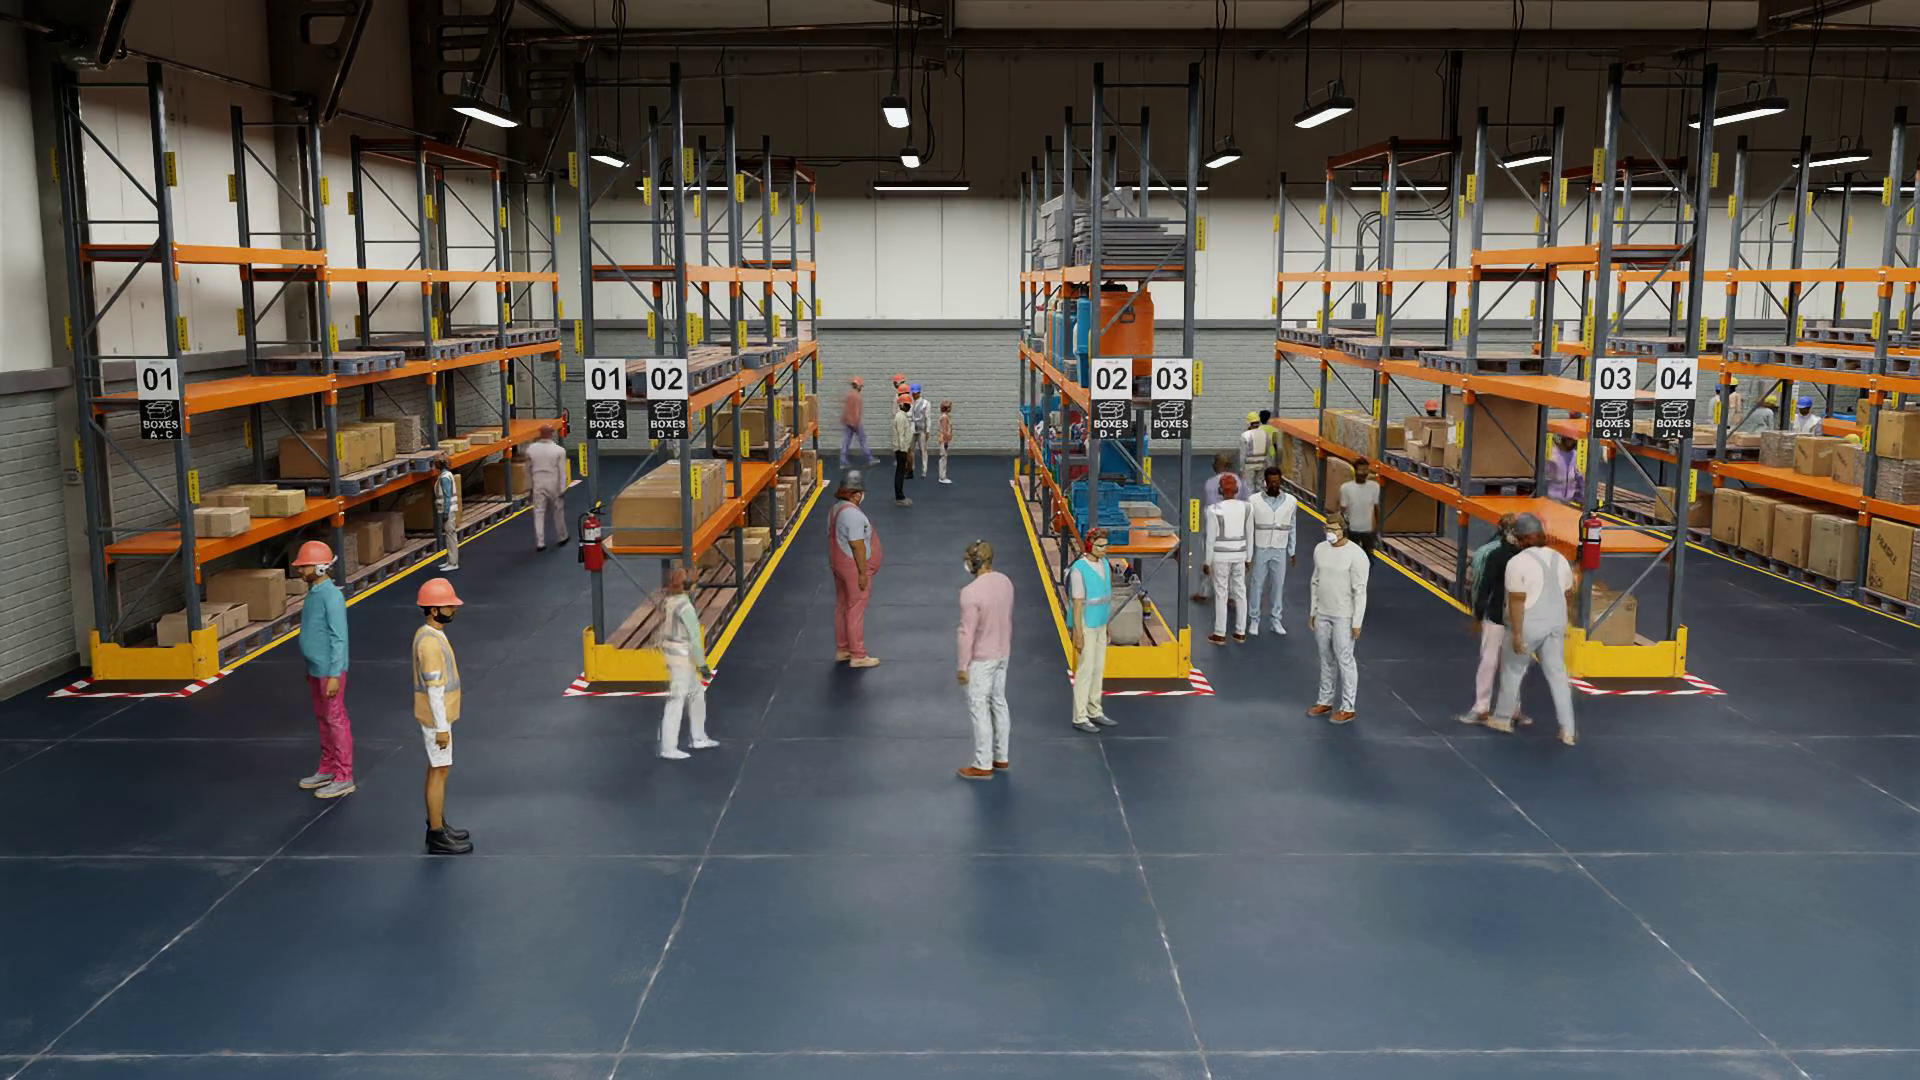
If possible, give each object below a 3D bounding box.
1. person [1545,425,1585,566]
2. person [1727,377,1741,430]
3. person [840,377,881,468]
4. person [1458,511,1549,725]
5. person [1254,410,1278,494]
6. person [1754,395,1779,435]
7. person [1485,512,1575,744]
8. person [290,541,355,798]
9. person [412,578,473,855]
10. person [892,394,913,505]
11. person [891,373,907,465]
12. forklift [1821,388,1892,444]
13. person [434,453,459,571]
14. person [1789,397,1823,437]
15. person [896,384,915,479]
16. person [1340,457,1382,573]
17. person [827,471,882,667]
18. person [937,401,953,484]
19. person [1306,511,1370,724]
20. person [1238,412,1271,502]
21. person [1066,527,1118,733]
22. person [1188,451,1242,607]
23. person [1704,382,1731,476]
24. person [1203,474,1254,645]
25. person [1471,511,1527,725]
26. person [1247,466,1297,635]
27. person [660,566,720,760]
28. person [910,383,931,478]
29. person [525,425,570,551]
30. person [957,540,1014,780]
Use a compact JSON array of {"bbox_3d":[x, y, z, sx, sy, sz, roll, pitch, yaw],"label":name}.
[{"bbox_3d":[8.449,-0.616,23.316,0.617,1.979,1.079,-2,9,-12],"label":"person"},{"bbox_3d":[16.636,-2.554,35.939,0.379,1.925,0.594,6,10,33],"label":"person"},{"bbox_3d":[-2.182,-2.523,35.702,0.960,1.933,0.605,-6,11,-35],"label":"person"},{"bbox_3d":[4.877,0.715,14.874,0.781,1.957,0.363,-2,9,-10],"label":"person"},{"bbox_3d":[5.551,-1.526,30.161,0.535,1.670,0.769,-2,9,-10],"label":"person"},{"bbox_3d":[16.290,-2.109,33.804,0.664,1.698,0.541,-1,9,-5],"label":"person"},{"bbox_3d":[5.070,0.719,14.519,0.698,2.000,0.867,-3,9,-21],"label":"person"},{"bbox_3d":[-4.945,0.991,12.919,0.382,1.995,0.612,-7,11,-39],"label":"person"},{"bbox_3d":[-3.620,1.221,11.617,0.356,1.937,0.552,-3,9,-19],"label":"person"},{"bbox_3d":[-1.013,-1.622,29.743,0.392,1.990,0.612,0,9,0],"label":"person"},{"bbox_3d":[-1.301,-2.624,36.169,0.396,1.993,0.618,1,9,9],"label":"person"},{"bbox_3d":[20.072,-3.110,36.462,1.873,2.768,1.129,0,9,0],"label":"forklift"},{"bbox_3d":[-7.080,-0.390,22.934,0.314,1.642,0.515,-3,9,-16],"label":"person"},{"bbox_3d":[15.072,-1.602,29.776,0.602,1.939,0.401,8,12,41],"label":"person"},{"bbox_3d":[-1.108,-2.190,33.605,0.388,1.928,0.549,-1,9,-9],"label":"person"},{"bbox_3d":[4.911,-0.105,20.401,0.553,1.857,0.436,0,9,-3],"label":"person"},{"bbox_3d":[-1.080,0.286,17.306,0.538,2.000,0.684,-4,10,-27],"label":"person"},{"bbox_3d":[-0.294,-1.937,32.894,0.310,1.638,0.523,0,9,-1],"label":"person"},{"bbox_3d":[3.417,0.692,15.064,0.367,1.932,0.628,-5,10,-31],"label":"person"},{"bbox_3d":[4.878,-1.220,27.670,0.600,1.827,0.404,-4,10,-25],"label":"person"},{"bbox_3d":[1.154,0.788,14.751,0.406,1.830,0.580,5,10,31],"label":"person"},{"bbox_3d":[3.104,-0.140,20.458,0.662,1.907,0.770,-8,12,-40],"label":"person"},{"bbox_3d":[15.557,-2.288,34.167,0.409,1.943,0.615,1,9,7],"label":"person"},{"bbox_3d":[2.950,0.212,18.277,0.573,1.886,0.353,-3,9,-17],"label":"person"},{"bbox_3d":[4.909,0.704,14.942,0.631,1.940,0.372,0,9,0],"label":"person"},{"bbox_3d":[3.504,0.115,18.798,0.592,1.917,0.375,-1,9,-3],"label":"person"},{"bbox_3d":[-2.225,1.027,13.881,0.674,1.613,0.533,-4,10,-22],"label":"person"},{"bbox_3d":[-0.891,-2.224,33.779,0.611,1.938,0.412,3,9,18],"label":"person"},{"bbox_3d":[-6.147,-0.796,24.841,0.657,1.852,0.991,0,9,3],"label":"person"},{"bbox_3d":[0.204,0.957,13.365,0.375,1.930,0.629,7,11,36],"label":"person"}]
